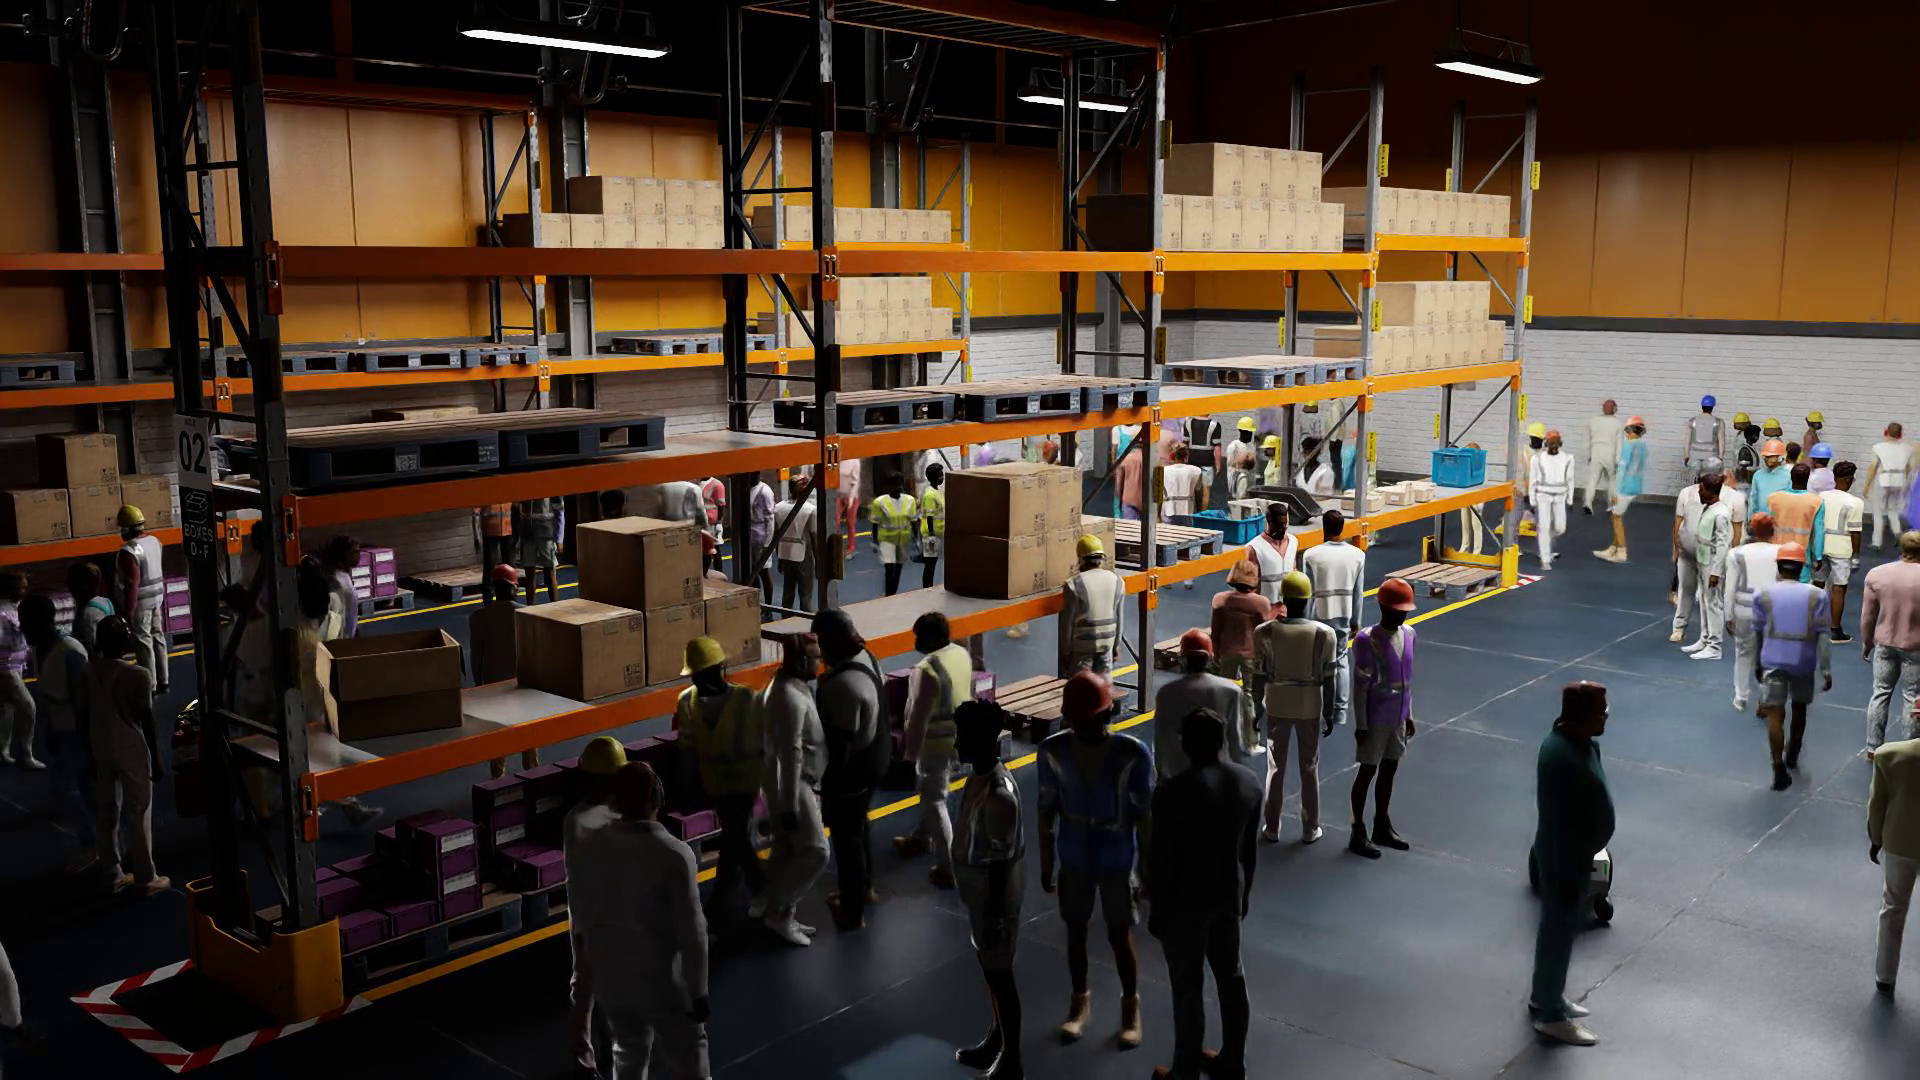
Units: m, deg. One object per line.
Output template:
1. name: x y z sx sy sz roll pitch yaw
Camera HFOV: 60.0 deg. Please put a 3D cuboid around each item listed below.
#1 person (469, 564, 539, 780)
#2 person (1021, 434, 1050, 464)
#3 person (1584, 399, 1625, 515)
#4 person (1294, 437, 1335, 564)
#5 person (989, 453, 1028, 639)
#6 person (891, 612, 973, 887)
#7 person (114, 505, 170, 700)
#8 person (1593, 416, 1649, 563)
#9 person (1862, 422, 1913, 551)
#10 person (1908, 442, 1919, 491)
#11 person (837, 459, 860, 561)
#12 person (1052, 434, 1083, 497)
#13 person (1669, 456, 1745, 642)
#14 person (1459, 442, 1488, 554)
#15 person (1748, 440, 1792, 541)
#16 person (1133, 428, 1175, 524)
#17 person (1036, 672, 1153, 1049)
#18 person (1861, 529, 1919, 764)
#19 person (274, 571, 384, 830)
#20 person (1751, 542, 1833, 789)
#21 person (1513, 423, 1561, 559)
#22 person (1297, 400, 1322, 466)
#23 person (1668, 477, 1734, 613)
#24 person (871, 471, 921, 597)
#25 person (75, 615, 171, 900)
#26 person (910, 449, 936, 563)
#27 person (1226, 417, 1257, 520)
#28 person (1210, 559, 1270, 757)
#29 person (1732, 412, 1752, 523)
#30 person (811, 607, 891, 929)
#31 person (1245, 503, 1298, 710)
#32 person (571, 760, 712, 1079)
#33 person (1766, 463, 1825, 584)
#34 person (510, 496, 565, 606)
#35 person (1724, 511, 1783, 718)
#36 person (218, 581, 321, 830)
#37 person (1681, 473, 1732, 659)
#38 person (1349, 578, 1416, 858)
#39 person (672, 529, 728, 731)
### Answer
1. person: -3.495 1.051 12.892 0.561 1.742 0.337 -1 10 -8
2. person: 1.292 -1.564 28.148 0.532 1.864 0.312 -2 10 -11
3. person: 10.392 -1.343 26.836 0.636 1.870 0.937 8 12 39
4. person: 4.312 -0.318 20.561 1.040 1.903 0.620 -9 13 -43
5. person: 0.509 0.047 18.004 0.542 2.000 0.768 -9 13 -43
6. person: -0.224 1.342 11.046 0.715 1.787 0.674 5 11 27
7. person: -7.619 0.581 15.447 0.403 1.828 0.594 0 10 2
8. person: 8.961 -0.673 22.506 0.522 1.999 0.640 7 12 37
9. person: 13.022 -0.739 23.324 0.579 1.825 0.501 0 10 -2
10. person: 14.218 -0.890 24.465 0.563 1.748 0.340 1 10 7
11. person: -1.603 -0.538 22.416 0.515 1.726 0.783 3 10 16
12. person: 1.508 -0.685 23.297 0.502 1.734 0.464 -5 11 -25
13. person: 7.905 0.108 17.642 0.676 2.000 0.536 6 11 32
14. person: 6.933 -0.514 22.561 0.286 1.633 0.501 -4 10 -22
15. person: 9.570 -0.194 19.624 0.396 1.989 0.619 -5 11 -27
16. person: 2.881 -0.983 24.682 0.646 1.870 0.931 -1 10 -5
17. person: 0.690 1.647 8.566 0.631 2.015 0.526 3 10 18
18. person: 7.581 0.875 13.370 0.351 1.936 0.634 -9 13 -43
19. person: -4.569 1.149 11.968 1.016 1.860 0.603 3 10 19
20. person: 6.531 0.960 13.080 0.612 1.861 0.991 4 10 24
21. person: 7.827 -0.659 22.710 0.585 1.868 0.958 -3 10 -15
22. person: 6.062 -1.615 28.811 0.295 1.743 0.493 -8 13 -41
23. person: 8.615 0.024 19.306 0.543 1.646 0.885 -4 10 -20
24. person: -0.709 0.037 19.133 0.545 1.664 0.736 -5 11 -26
25. person: -5.346 1.386 10.621 0.505 1.839 0.348 1 10 8
26. person: -0.487 -0.607 22.386 0.427 1.884 0.587 -3 10 -17
27. person: 3.952 -0.767 23.246 0.405 1.918 0.581 9 13 44
28. person: 2.311 0.969 13.717 0.501 1.631 0.287 5 11 26
29. person: 12.162 -1.131 25.960 0.322 1.737 0.485 1 10 7
30. person: -0.697 1.353 10.204 0.546 2.000 0.738 1 10 7
31. person: 2.835 0.596 15.141 0.592 1.907 0.415 -7 12 -35
32. person: -1.361 1.912 7.412 0.745 1.880 0.490 5 11 27
33. person: 8.954 0.129 17.881 0.599 1.917 0.377 8 12 39
34. person: -4.710 -0.037 18.505 0.615 2.041 0.376 1 10 7
35. person: 7.124 0.669 14.840 0.584 1.860 0.756 4 10 23
36. person: -4.959 1.180 11.978 0.667 1.804 0.387 -6 11 -31
37. person: 7.706 0.270 17.049 0.389 1.914 0.590 2 10 11
38. person: 2.932 1.205 11.403 0.551 1.933 0.376 -6 11 -33
39. person: -2.037 0.896 13.072 0.395 1.993 0.616 9 13 43
